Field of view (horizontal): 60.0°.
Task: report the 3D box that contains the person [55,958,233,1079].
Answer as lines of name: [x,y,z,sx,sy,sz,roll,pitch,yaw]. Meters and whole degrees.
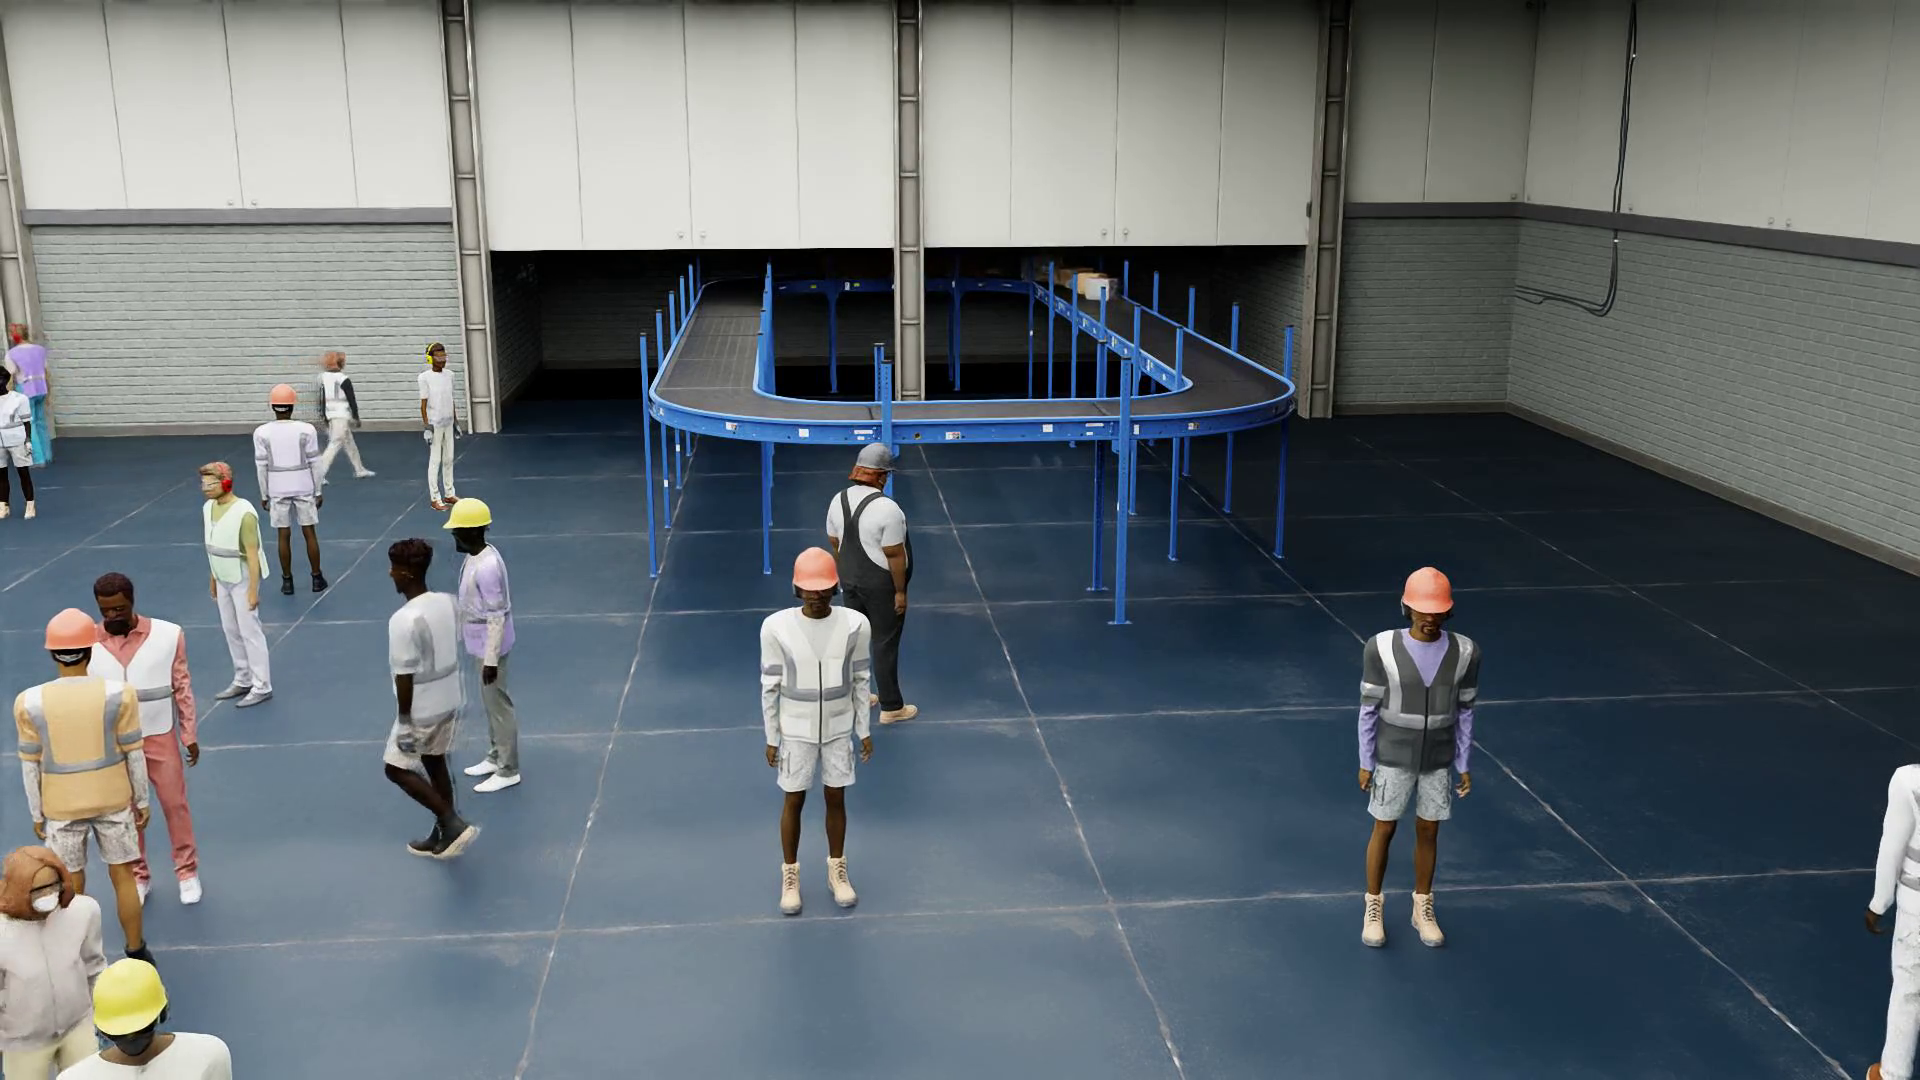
person: [-2.514,2.121,5.225,0.534,1.767,0.319,-9,16,-31]

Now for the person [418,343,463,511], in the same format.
person: [-5.787,-1.272,18.591,0.328,1.872,0.514,7,16,27]

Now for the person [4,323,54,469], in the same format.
person: [-11.628,-1.800,20.783,0.407,1.845,0.569,3,14,13]

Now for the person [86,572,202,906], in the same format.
person: [-4.496,1.084,9.099,0.600,1.906,0.398,-5,15,-20]

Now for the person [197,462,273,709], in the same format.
person: [-5.357,0.316,12.318,0.570,1.832,0.403,10,17,35]

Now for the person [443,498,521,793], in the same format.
person: [-3.062,0.670,10.703,0.386,1.928,0.589,-6,15,-22]

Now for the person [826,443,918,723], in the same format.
person: [-0.594,0.288,12.003,0.678,2.000,0.537,12,19,41]

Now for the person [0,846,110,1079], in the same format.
person: [-3.571,1.896,6.437,0.610,1.606,0.512,10,17,36]

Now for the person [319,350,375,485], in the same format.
person: [-7.476,-1.477,19.962,0.520,1.602,0.855,11,18,38]

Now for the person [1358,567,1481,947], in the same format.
person: [2.370,1.129,8.633,0.606,2.044,0.373,0,14,0]

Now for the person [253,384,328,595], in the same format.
person: [-6.121,-0.461,15.210,0.547,1.938,0.379,-5,15,-18]

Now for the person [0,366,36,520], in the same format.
person: [-10.346,-1.055,18.073,0.532,1.697,0.320,-2,14,-9]

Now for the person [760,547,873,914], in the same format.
person: [-0.768,1.027,9.038,0.605,2.045,0.388,-3,14,-14]

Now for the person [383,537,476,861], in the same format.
person: [-3.092,0.936,9.591,0.434,1.946,0.628,3,14,13]

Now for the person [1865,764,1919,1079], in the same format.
person: [4.252,1.575,7.172,0.583,1.881,0.337,4,15,15]

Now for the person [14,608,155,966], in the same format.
person: [-4.322,1.285,8.258,0.545,1.929,0.399,-6,15,-23]
